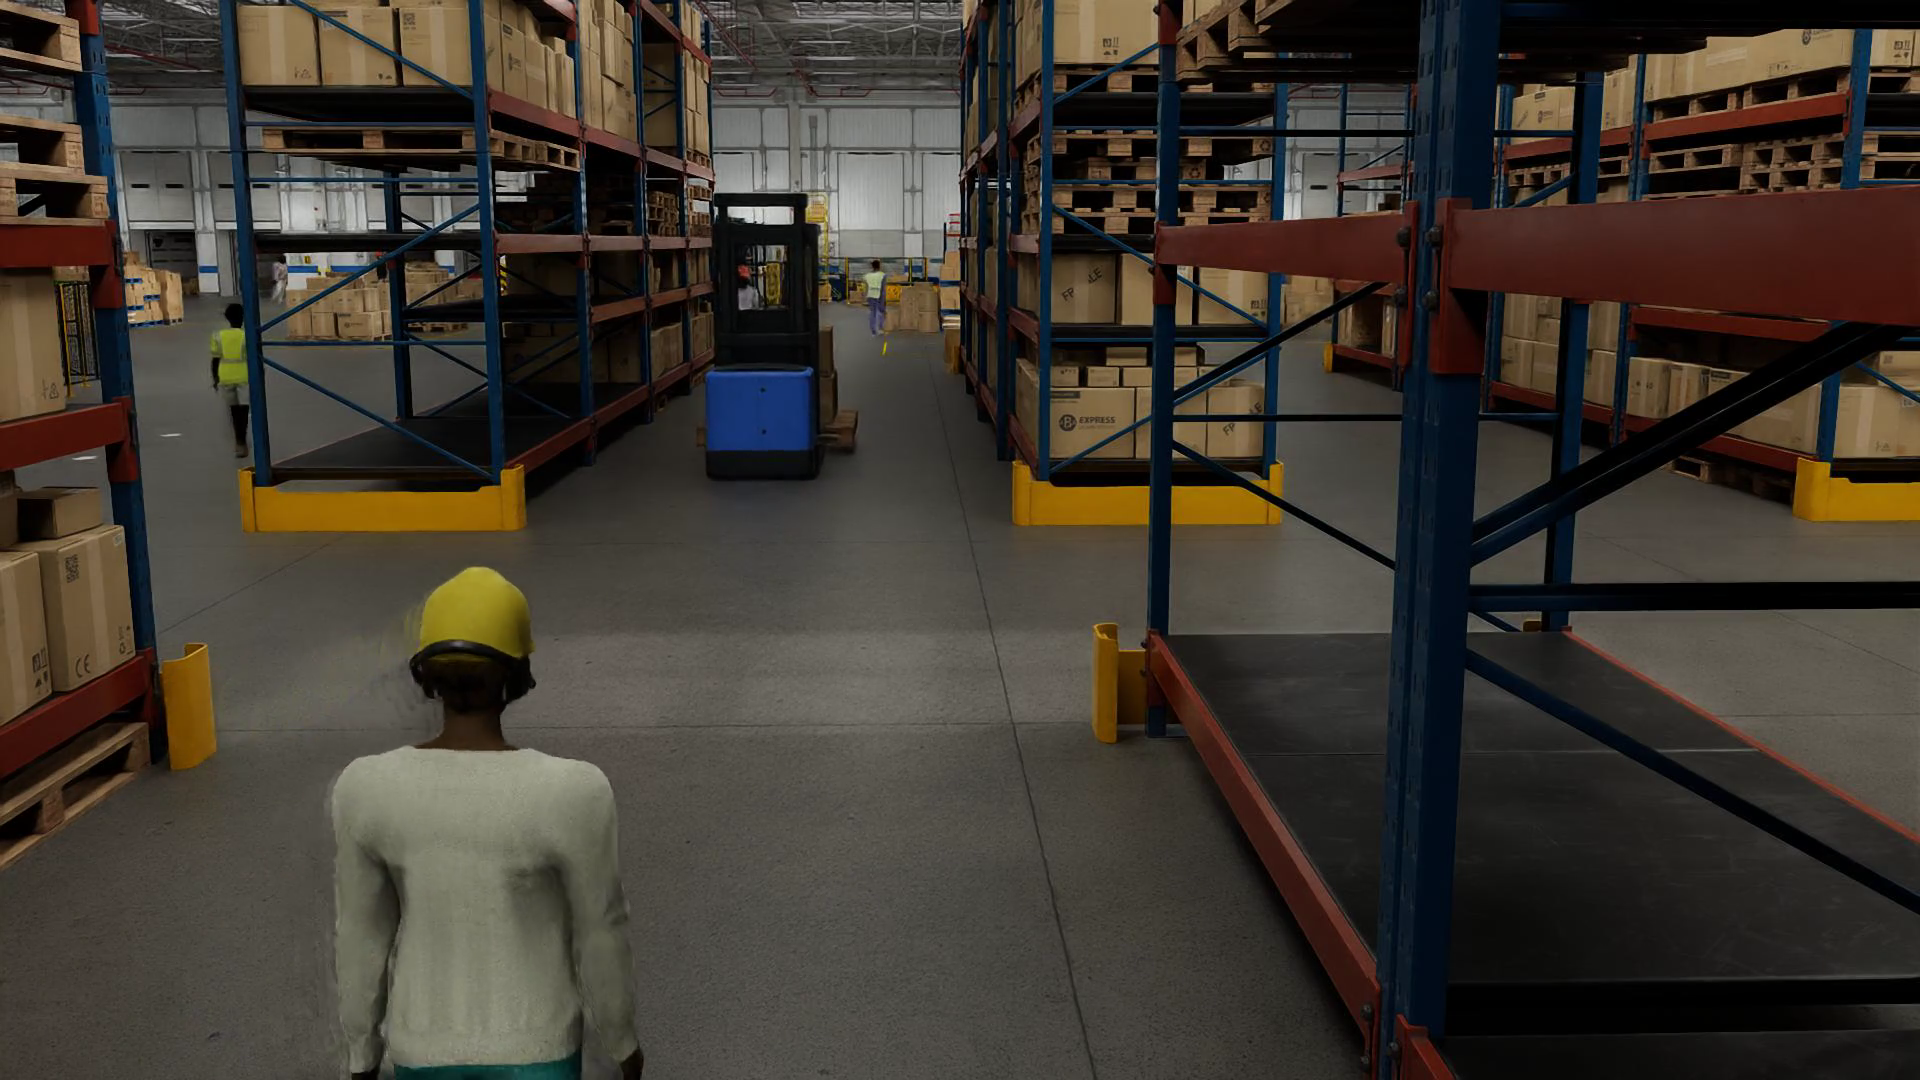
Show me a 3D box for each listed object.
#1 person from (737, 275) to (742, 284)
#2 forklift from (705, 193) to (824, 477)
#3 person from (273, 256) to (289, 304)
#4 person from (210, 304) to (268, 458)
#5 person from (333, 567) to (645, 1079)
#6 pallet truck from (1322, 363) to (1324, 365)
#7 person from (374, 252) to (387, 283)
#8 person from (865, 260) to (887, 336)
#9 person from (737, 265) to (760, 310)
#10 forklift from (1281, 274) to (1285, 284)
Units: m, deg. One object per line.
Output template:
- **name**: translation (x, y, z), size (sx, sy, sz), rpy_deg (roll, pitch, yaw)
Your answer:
- **person**: translation (-4.727, -5.000, 36.378), size (0.859, 1.643, 0.553), rpy_deg (5, 11, 26)
- **forklift**: translation (-1.995, -2.115, 16.904), size (1.129, 2.768, 1.873), rpy_deg (0, 10, -2)
- **person**: translation (-25.543, -9.781, 62.590), size (0.468, 1.813, 0.643), rpy_deg (3, 11, 18)
- **person**: translation (-7.879, -1.760, 18.289), size (0.554, 1.659, 0.829), rpy_deg (0, 10, -1)
- **person**: translation (-0.871, 0.921, 3.115), size (0.536, 1.752, 0.363), rpy_deg (1, 10, 8)
- **pallet truck**: translation (7.712, -4.157, 30.737), size (1.885, 1.965, 0.823), rpy_deg (3, 11, 16)
- **person**: translation (-21.860, -9.912, 62.805), size (0.396, 1.992, 0.623), rpy_deg (-8, 13, -36)
- **person**: translation (-2.055, -6.003, 41.314), size (0.612, 1.888, 0.572), rpy_deg (4, 11, 24)
- **person**: translation (-3.967, -4.082, 30.567), size (0.548, 1.919, 0.715), rpy_deg (-4, 11, -23)
- **forklift**: translation (12.135, -10.836, 65.485), size (1.129, 2.768, 1.873), rpy_deg (0, 10, -2)
